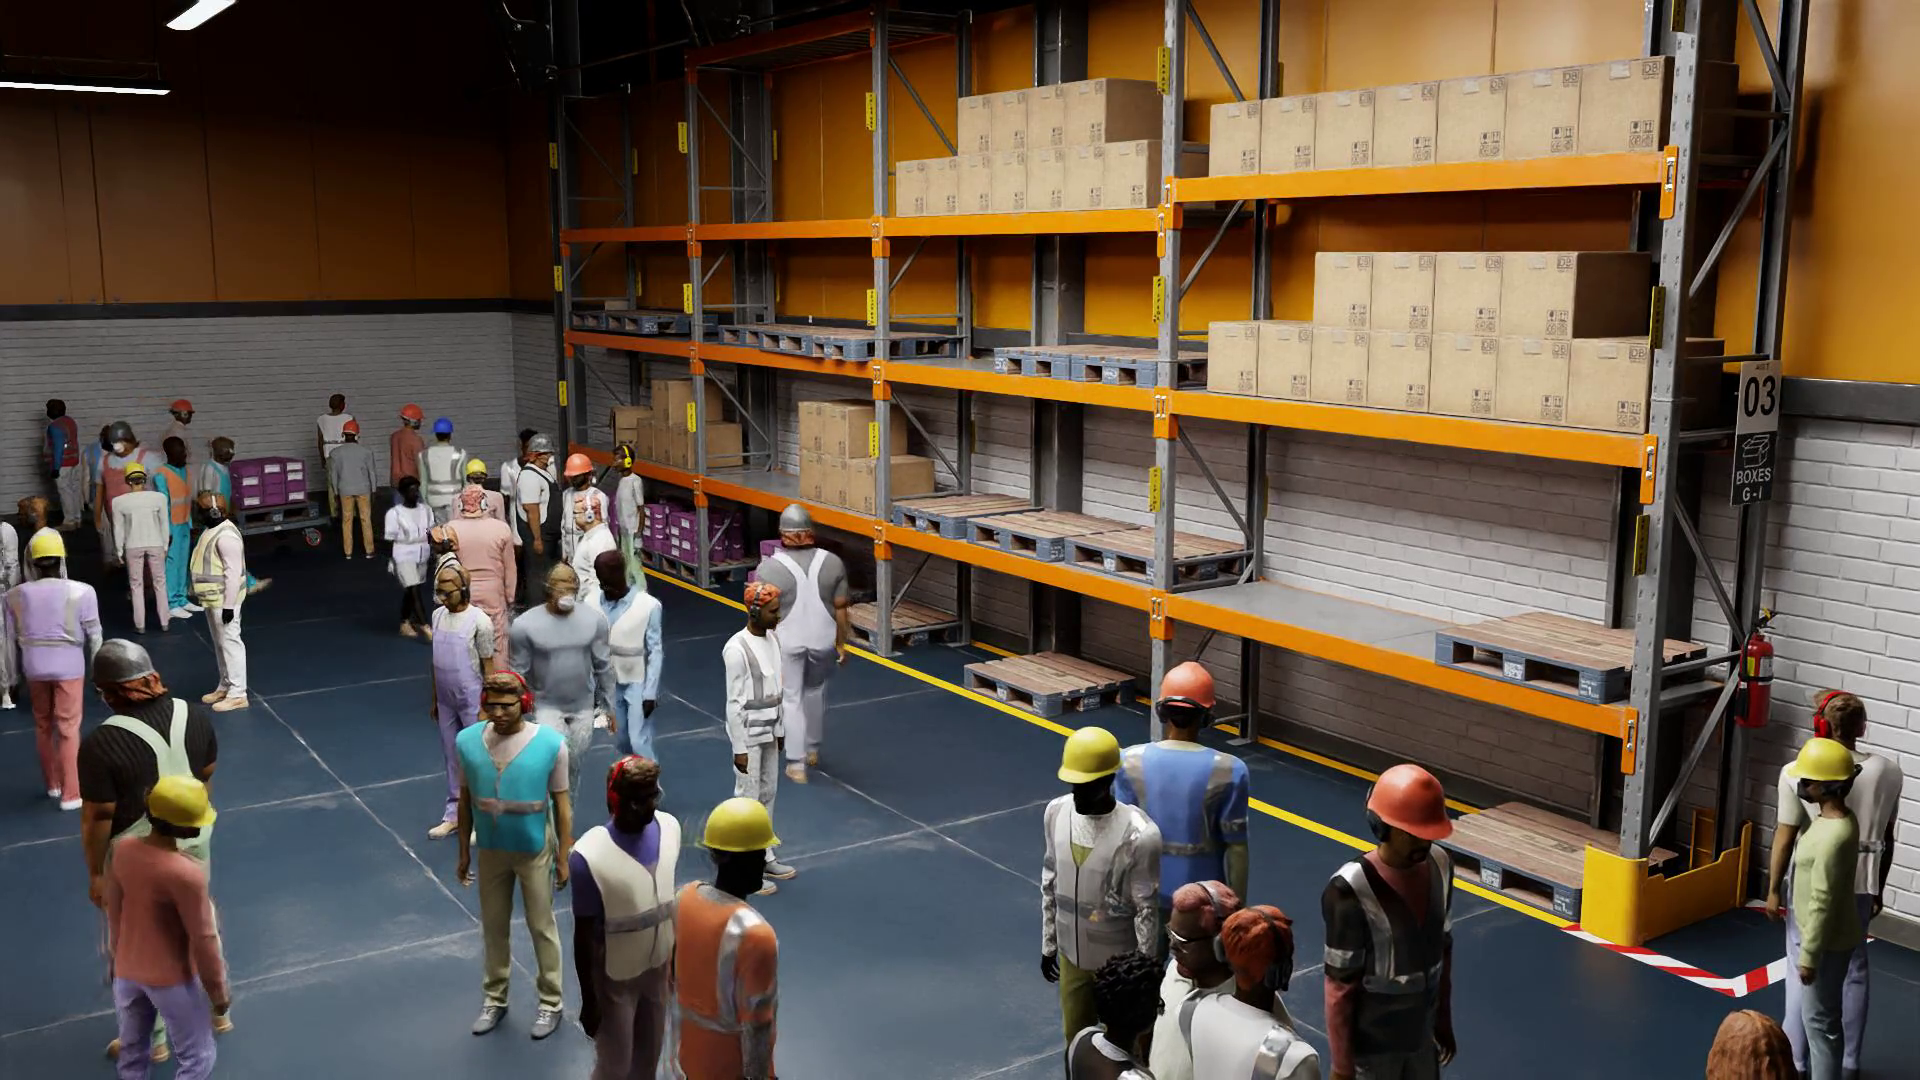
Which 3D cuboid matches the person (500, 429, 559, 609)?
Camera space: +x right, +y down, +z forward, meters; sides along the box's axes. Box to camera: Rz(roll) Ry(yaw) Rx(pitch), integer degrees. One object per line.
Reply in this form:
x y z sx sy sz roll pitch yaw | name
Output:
-4.674 -0.246 18.150 0.633 1.934 0.617 -4 10 -21 | person

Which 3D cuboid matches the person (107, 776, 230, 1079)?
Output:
-3.260 1.799 6.820 0.602 1.726 0.337 5 11 25 | person

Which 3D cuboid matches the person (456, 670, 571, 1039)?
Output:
-2.167 1.515 8.133 0.569 1.835 0.387 2 10 9 | person

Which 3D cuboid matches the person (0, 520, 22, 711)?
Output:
-8.197 0.506 13.886 0.694 1.895 0.401 -3 10 -16 | person

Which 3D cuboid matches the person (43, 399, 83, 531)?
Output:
-12.491 -1.044 23.131 0.429 1.841 0.634 -1 10 -8 | person

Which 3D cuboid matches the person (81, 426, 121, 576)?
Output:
-10.190 -0.483 20.008 0.635 1.777 1.000 -6 12 -33 | person

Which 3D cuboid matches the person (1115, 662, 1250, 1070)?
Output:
0.986 1.543 7.388 0.609 2.034 0.403 4 10 20 | person

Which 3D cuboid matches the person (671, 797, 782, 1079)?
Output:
-0.732 1.839 6.027 0.807 1.898 0.607 -9 13 -43 | person

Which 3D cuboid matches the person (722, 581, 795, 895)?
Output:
-1.213 1.175 10.007 0.362 1.878 0.585 4 10 20 | person

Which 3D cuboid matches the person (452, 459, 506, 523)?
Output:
-4.873 0.058 16.890 0.530 1.766 0.318 -4 10 -21 | person

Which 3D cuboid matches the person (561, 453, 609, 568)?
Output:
-3.629 0.124 16.001 0.542 1.936 0.362 5 11 27 | person

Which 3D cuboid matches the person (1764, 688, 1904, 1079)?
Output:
3.995 1.600 7.623 0.561 1.838 0.391 -1 10 -4 | person

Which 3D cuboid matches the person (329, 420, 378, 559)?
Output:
-7.637 -0.636 20.992 0.561 1.752 0.324 -2 10 -13 | person

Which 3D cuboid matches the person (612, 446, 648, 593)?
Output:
-3.429 -0.055 17.259 0.309 1.864 0.535 -6 12 -33 | person

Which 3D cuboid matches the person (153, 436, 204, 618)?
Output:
-8.317 -0.146 17.635 0.395 1.919 0.590 0 10 0 | person

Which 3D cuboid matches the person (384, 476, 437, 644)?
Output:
-5.343 0.195 16.380 0.853 1.646 0.549 7 12 35 | person

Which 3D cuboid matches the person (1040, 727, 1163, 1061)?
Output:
0.557 1.692 6.846 0.586 1.920 0.398 9 13 42 | person

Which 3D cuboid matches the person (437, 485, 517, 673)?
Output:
-4.049 0.486 13.986 0.643 1.901 0.400 -2 10 -13 | person

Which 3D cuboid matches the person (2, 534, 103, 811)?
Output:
-6.288 0.915 11.554 0.610 1.888 0.662 -2 10 -11 | person

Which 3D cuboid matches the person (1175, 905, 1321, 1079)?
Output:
0.891 2.016 5.049 0.355 1.884 0.576 -7 12 -35 | person

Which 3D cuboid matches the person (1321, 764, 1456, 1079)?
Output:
1.574 1.779 6.020 0.615 2.031 0.403 -7 12 -34 | person

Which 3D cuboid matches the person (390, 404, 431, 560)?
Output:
-6.868 -0.711 20.786 0.614 1.979 0.449 7 12 37 | person

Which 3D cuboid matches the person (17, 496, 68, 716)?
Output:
-7.579 0.542 13.815 0.329 1.842 0.515 -3 10 -16 | person

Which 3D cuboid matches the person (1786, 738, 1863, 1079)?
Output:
3.698 1.714 7.184 0.340 1.762 0.525 6 11 30 | person

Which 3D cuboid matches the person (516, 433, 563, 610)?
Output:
-4.237 -0.093 16.962 0.535 2.000 0.681 -1 10 -5 | person

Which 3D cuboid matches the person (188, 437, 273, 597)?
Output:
-8.229 -0.246 18.611 0.959 1.783 0.565 -2 10 -11 | person

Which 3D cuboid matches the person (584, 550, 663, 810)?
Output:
-2.197 0.955 11.293 0.614 1.882 0.713 5 11 26 | person

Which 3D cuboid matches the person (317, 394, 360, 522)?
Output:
-8.911 -1.171 23.864 0.570 1.843 0.372 1 10 4 | person

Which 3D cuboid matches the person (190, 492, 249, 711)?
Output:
-6.239 0.510 14.010 0.429 1.842 0.634 -7 12 -36 | person

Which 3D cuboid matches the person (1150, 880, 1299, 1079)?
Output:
0.777 1.981 5.231 0.399 1.897 0.652 -4 10 -20 | person

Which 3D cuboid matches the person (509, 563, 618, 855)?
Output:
-2.415 1.102 10.347 0.641 1.902 0.912 -6 11 -32 | person

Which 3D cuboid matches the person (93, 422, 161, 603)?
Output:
-9.164 -0.306 18.214 0.702 2.000 0.920 0 10 0 | person

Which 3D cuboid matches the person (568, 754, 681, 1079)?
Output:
-1.345 1.751 6.736 0.377 1.843 0.570 6 11 31 | person

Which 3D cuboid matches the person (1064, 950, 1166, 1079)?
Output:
0.484 2.092 5.167 0.320 1.694 0.533 -3 10 -18 | person

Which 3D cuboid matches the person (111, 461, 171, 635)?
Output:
-8.266 0.080 16.819 0.522 1.752 0.375 -6 11 -32 | person

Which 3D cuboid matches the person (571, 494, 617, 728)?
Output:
-2.981 0.567 13.534 0.397 1.899 0.638 -3 10 -15 | person

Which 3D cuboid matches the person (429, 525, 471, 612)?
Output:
-4.159 0.684 13.608 0.313 1.634 0.514 -4 10 -20 | person

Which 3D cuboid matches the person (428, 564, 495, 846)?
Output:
-3.238 1.058 10.790 0.507 1.844 0.346 5 11 26 | person

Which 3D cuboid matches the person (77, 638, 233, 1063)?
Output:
-3.896 1.443 7.950 0.535 2.000 0.699 5 11 26 | person

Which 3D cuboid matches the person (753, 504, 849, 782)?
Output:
-1.232 0.711 12.243 0.704 2.000 0.804 -4 11 -23 | person

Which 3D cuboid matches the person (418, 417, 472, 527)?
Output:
-6.064 -0.481 19.585 0.623 1.923 0.768 0 10 2 | person

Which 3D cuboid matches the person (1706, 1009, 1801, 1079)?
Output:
2.294 2.169 4.883 0.506 1.631 0.281 -5 11 -27 | person
